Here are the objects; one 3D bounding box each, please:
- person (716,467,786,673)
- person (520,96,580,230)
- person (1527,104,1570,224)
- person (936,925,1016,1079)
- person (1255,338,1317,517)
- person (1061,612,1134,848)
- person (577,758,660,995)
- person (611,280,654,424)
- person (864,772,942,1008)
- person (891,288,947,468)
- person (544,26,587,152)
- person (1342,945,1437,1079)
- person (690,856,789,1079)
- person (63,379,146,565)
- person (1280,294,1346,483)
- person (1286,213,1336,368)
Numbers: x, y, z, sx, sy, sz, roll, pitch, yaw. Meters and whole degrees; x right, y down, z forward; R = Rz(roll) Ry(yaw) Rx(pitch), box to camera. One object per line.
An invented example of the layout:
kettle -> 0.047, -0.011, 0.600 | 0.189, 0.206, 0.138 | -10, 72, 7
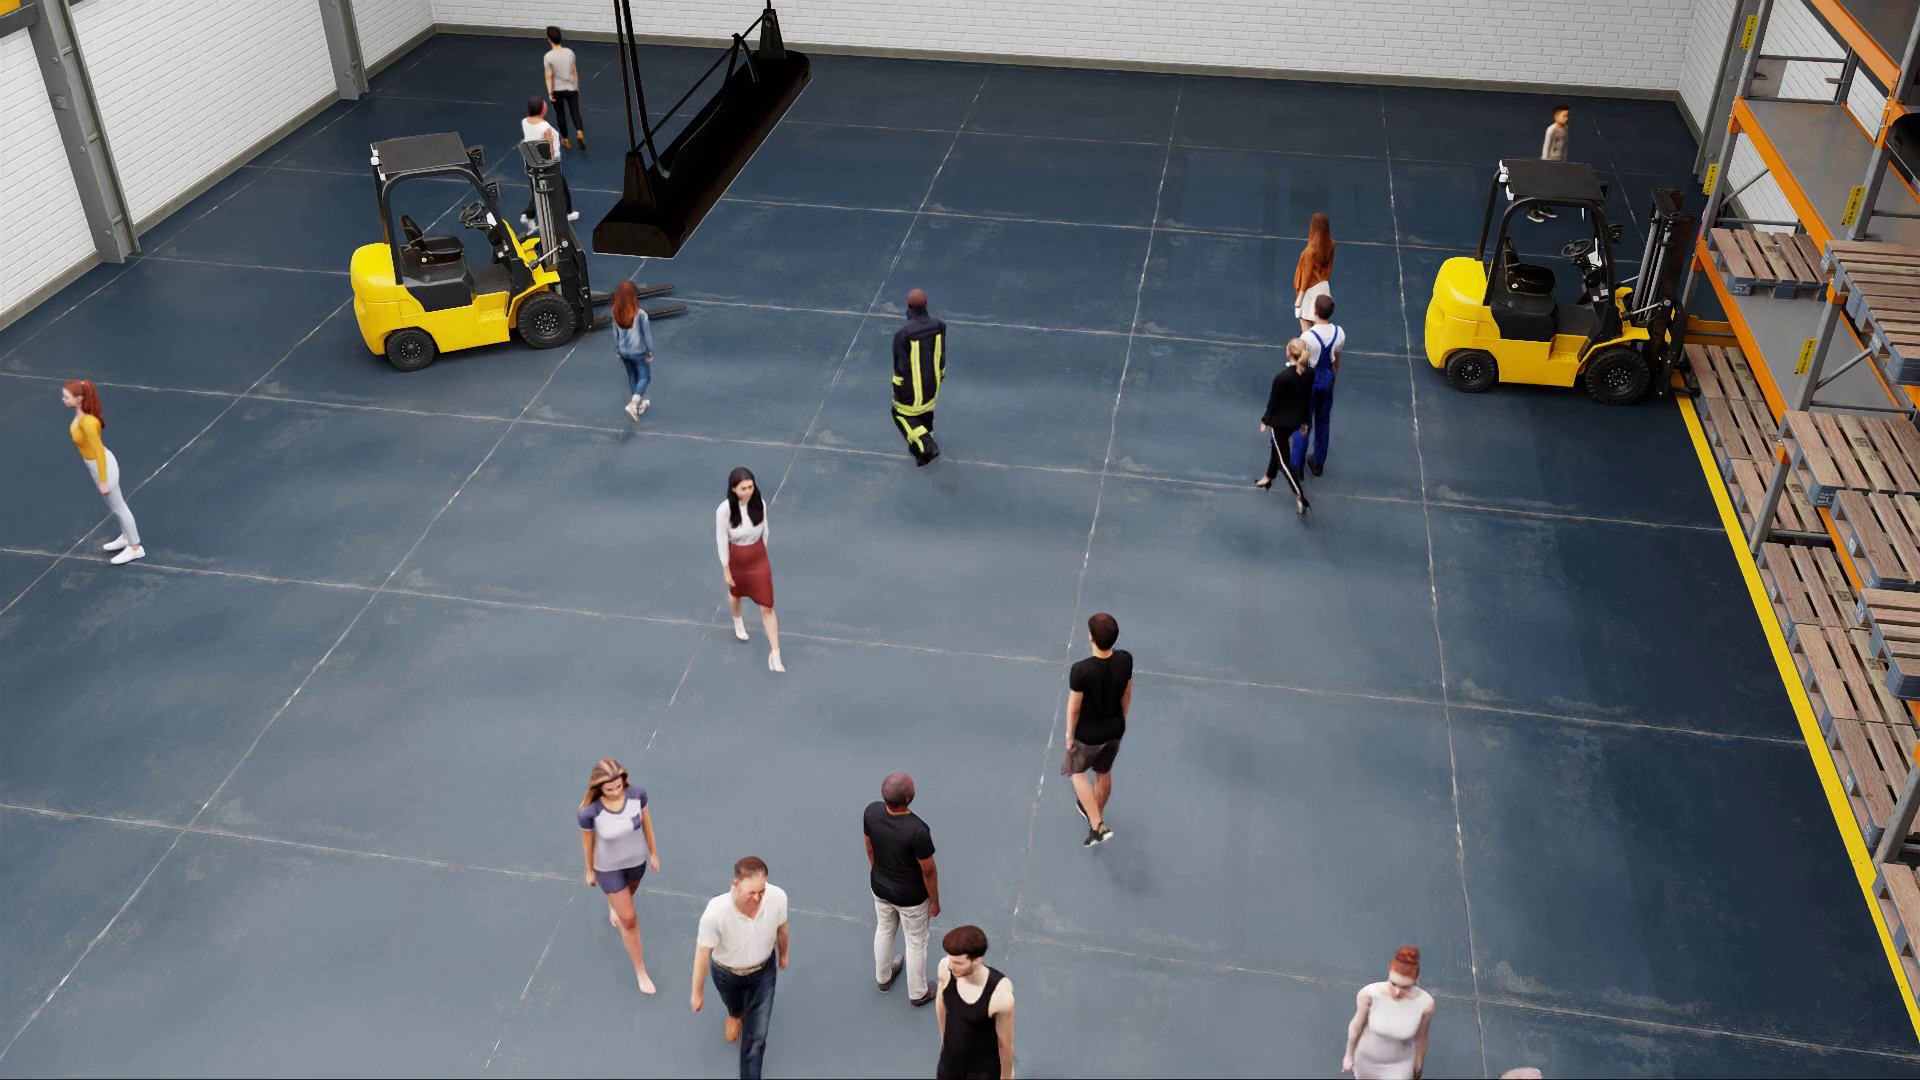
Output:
person -> -1.737, 0.170, 13.183 | 1.001, 1.704, 1.170 | -14, 36, -20
person -> -5.144, -4.602, 20.404 | 0.946, 1.659, 1.152 | 22, 39, 29
person -> 7.371, -4.724, 20.765 | 0.637, 1.462, 0.694 | -21, 39, -28
person -> 0.124, 2.756, 9.140 | 0.915, 1.874, 1.082 | 20, 38, 27
person -> 2.976, -0.981, 14.946 | 1.051, 1.670, 1.141 | -20, 38, -27
person -> 0.970, 1.333, 11.301 | 0.918, 1.851, 1.012 | -15, 36, -21
person -> -2.163, 1.989, 10.494 | 1.069, 1.653, 1.154 | -19, 38, -26
person -> -3.249, -1.830, 16.411 | 0.608, 1.463, 0.820 | 8, 35, 12
person -> -0.362, 2.126, 10.149 | 0.739, 1.805, 0.733 | 20, 38, 27
person -> -0.349, -1.480, 15.568 | 1.032, 1.812, 1.087 | -22, 40, -30
person -> -5.370, -6.113, 22.635 | 0.893, 1.706, 1.006 | -15, 36, -21
person -> 2.355, 2.800, 9.173 | 0.680, 1.764, 1.047 | 8, 34, 11
person -> -1.276, 2.430, 9.695 | 1.111, 1.802, 1.394 | -5, 34, -8
person -> -7.375, -0.611, 14.316 | 0.749, 1.751, 0.681 | -19, 38, -26
person -> 3.296, -1.419, 15.442 | 0.716, 1.851, 0.726 | -11, 35, -16
person -> 3.686, -2.575, 17.299 | 0.702, 1.720, 0.784 | -26, 42, -34
